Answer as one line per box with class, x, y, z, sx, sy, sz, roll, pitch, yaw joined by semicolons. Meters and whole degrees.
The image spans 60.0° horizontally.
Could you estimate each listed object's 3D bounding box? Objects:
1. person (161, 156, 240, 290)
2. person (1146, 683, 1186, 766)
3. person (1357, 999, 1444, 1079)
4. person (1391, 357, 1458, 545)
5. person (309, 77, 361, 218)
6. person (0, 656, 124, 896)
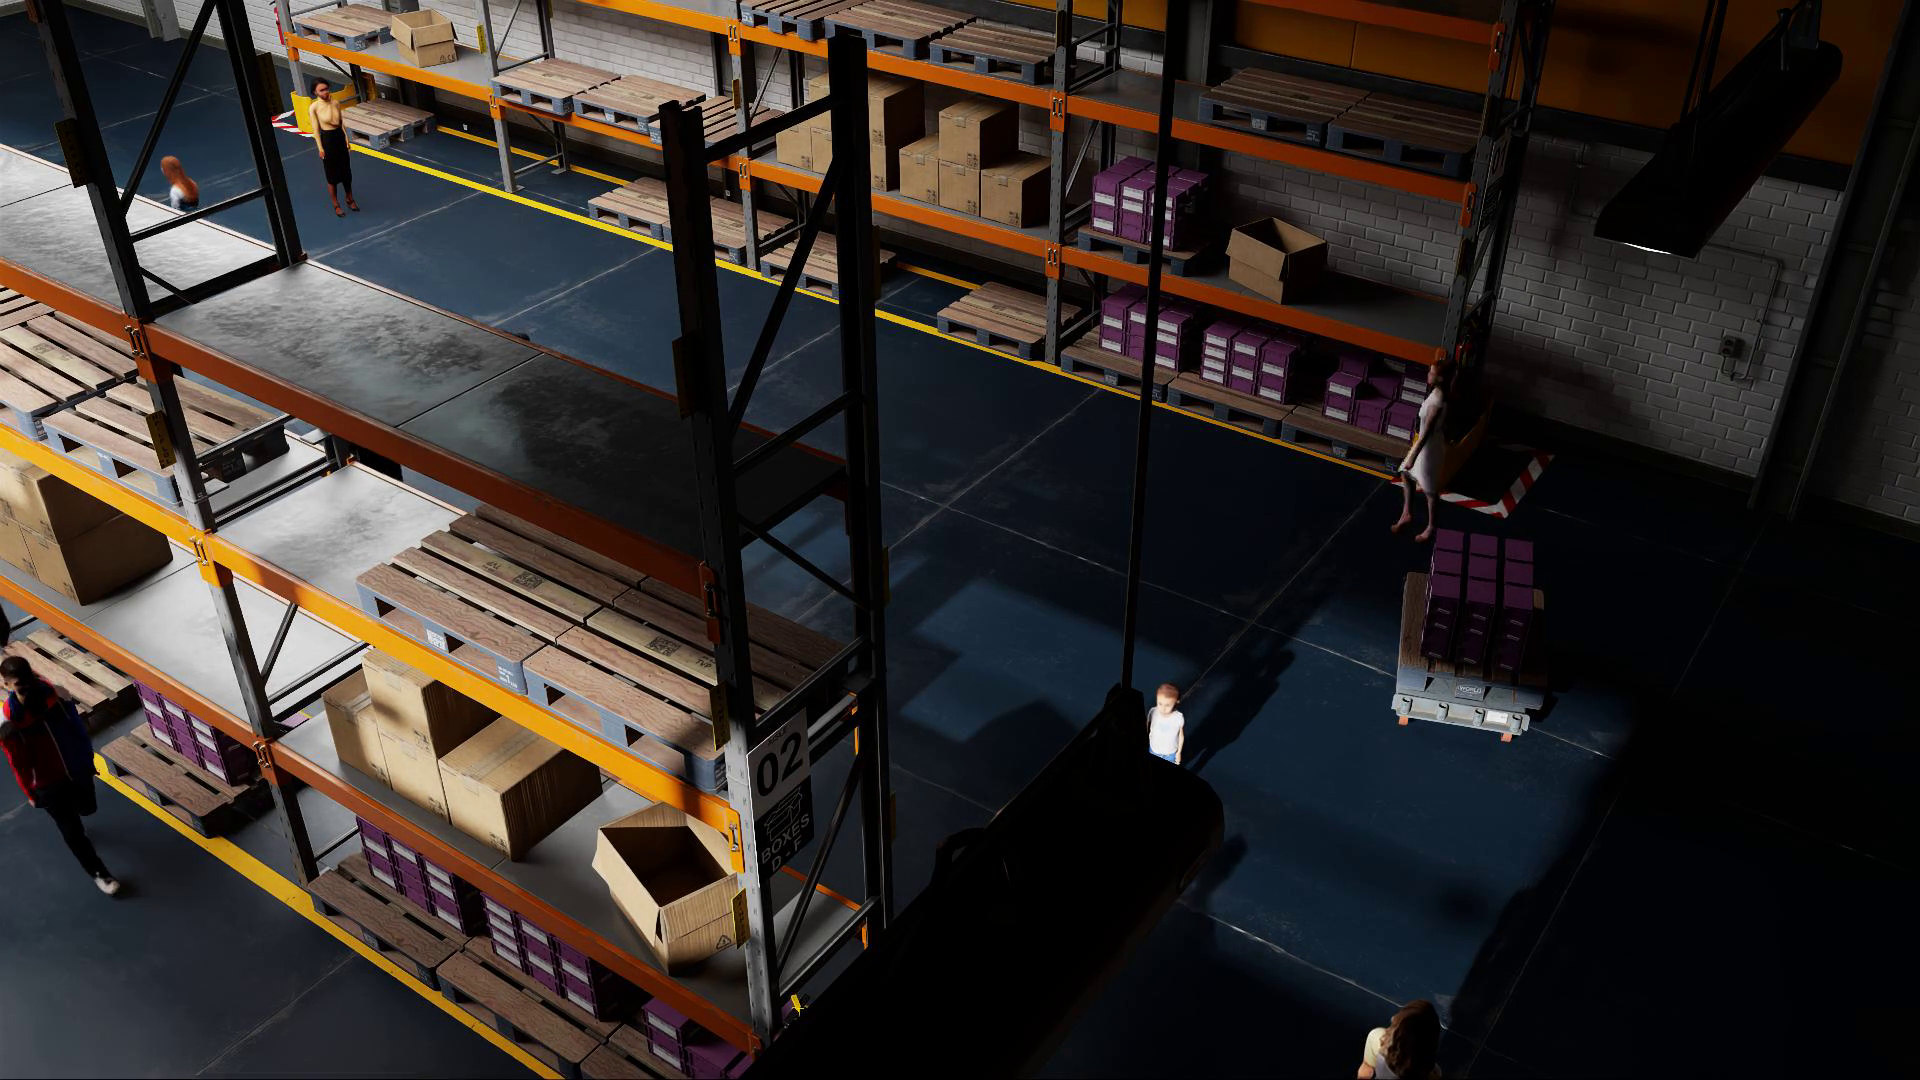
person;-7.992;-3.211;17.570;1.193;1.651;1.097;-4;34;-5
person;1.379;1.386;11.224;0.422;1.019;0.522;10;35;15
person;2.158;2.919;8.284;0.750;1.722;0.585;-23;40;-30
person;3.954;-0.693;13.664;0.731;1.780;0.661;11;35;16
person;-7.453;-4.679;19.776;0.531;1.653;0.564;23;40;30
person;-5.737;1.437;10.500;1.009;1.736;0.629;21;39;29
